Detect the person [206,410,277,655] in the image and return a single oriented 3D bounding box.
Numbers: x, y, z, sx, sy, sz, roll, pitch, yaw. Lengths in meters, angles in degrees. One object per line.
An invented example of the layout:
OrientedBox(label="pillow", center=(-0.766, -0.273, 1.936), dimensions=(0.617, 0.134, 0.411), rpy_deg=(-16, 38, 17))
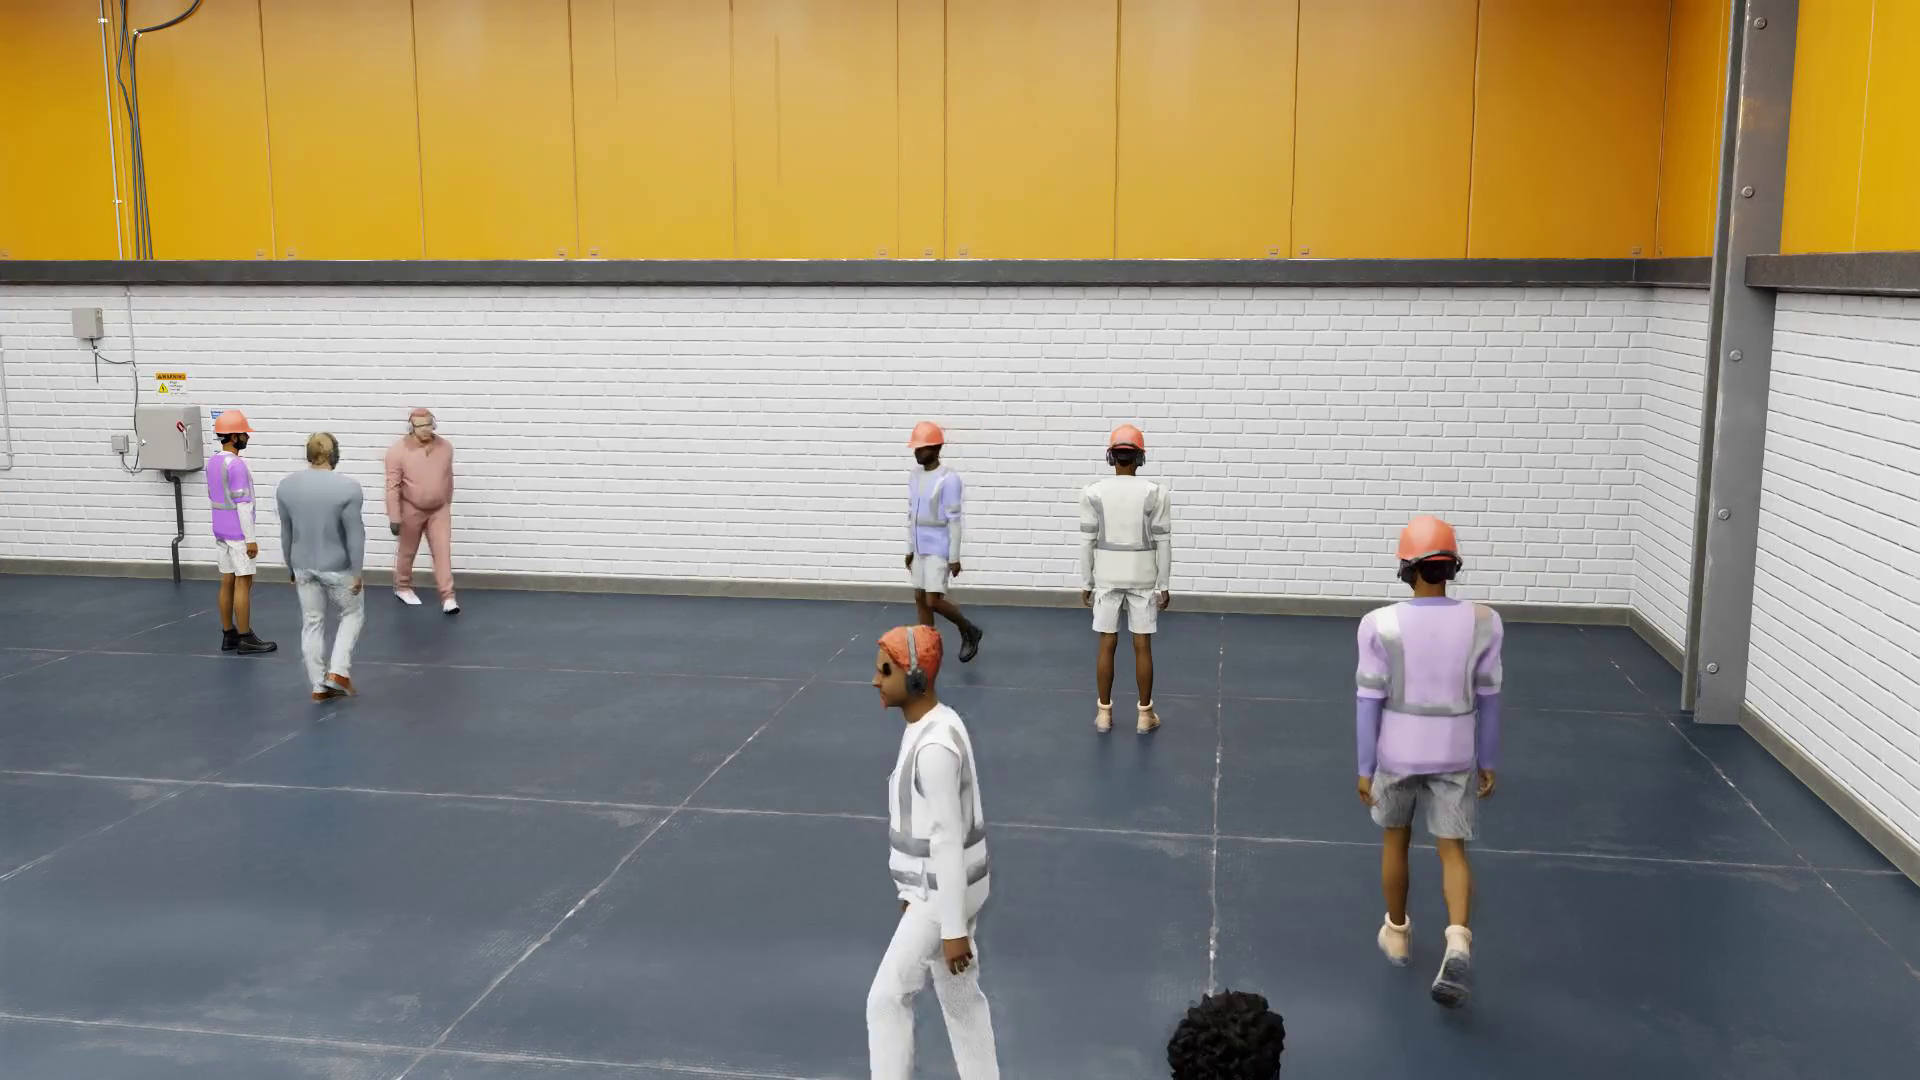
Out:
OrientedBox(label="person", center=(-5.726, -0.062, 13.192), dimensions=(0.543, 1.939, 0.360), rpy_deg=(8, 12, 41))

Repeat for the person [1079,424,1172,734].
OrientedBox(label="person", center=(1.085, 0.259, 10.913), dimensions=(0.606, 2.038, 0.382), rpy_deg=(2, 9, 11))

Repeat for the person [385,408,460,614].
OrientedBox(label="person", center=(-4.801, -0.267, 14.806), dimensions=(0.649, 1.845, 1.072), rpy_deg=(-7, 12, -38))

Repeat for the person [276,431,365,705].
OrientedBox(label="person", center=(-4.440, 0.201, 11.631), dimensions=(0.644, 1.926, 0.426), rpy_deg=(1, 9, 4))

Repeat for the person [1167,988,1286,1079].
OrientedBox(label="person", center=(0.454, 1.692, 3.225), dimensions=(0.537, 1.668, 0.817), rpy_deg=(7, 11, 36))

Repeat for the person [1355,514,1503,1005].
OrientedBox(label="person", center=(1.962, 0.905, 6.974), dimensions=(0.615, 2.020, 0.883), rpy_deg=(1, 9, 4))

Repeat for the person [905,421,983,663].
OrientedBox(label="person", center=(-0.165, 0.055, 12.532), dimensions=(0.564, 1.924, 0.558), rpy_deg=(-7, 11, -36))

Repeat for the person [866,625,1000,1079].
OrientedBox(label="person", center=(-0.186, 1.203, 5.618), dimensions=(0.769, 1.856, 0.612), rpy_deg=(0, 9, -1))
